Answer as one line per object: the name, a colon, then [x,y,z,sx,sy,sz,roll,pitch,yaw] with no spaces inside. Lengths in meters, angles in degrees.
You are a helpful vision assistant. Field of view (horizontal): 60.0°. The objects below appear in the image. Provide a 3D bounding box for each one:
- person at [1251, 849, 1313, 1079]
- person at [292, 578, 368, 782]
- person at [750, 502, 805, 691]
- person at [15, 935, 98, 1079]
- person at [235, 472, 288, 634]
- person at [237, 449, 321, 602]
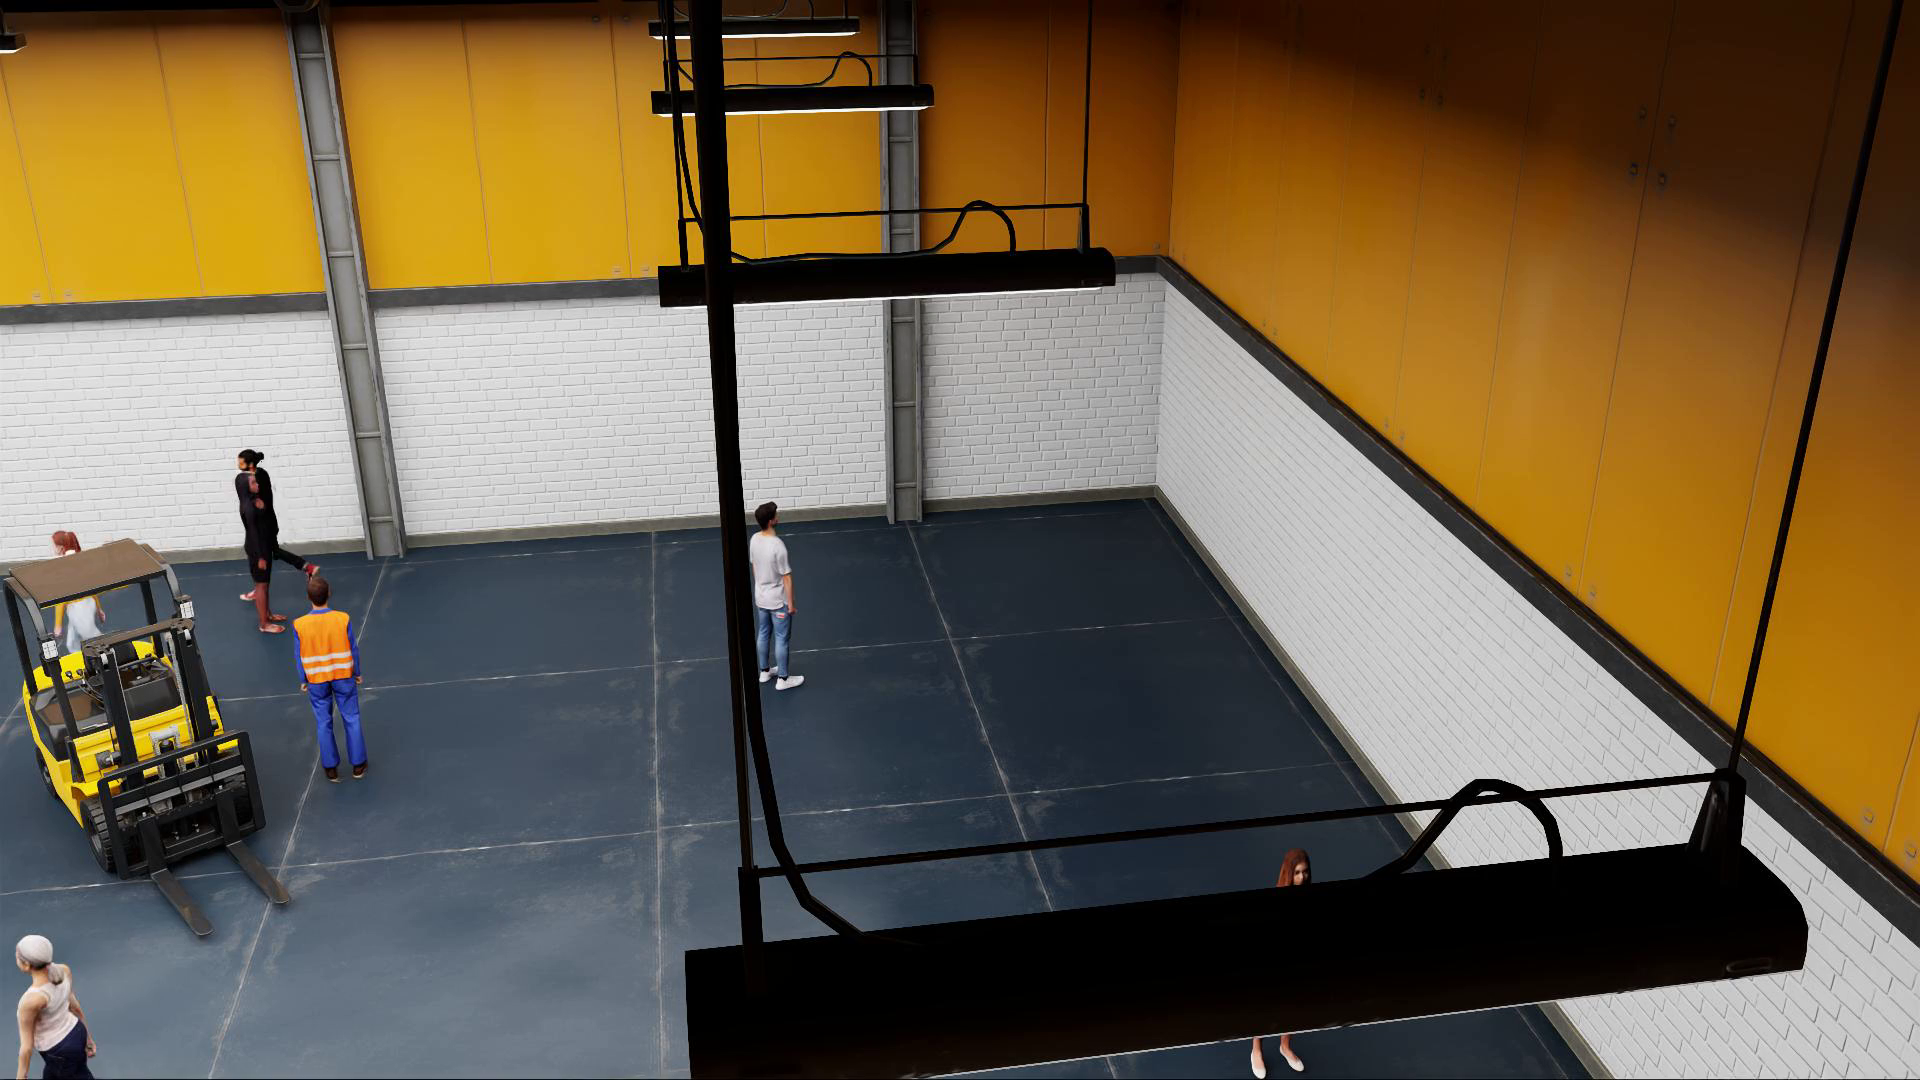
person: [2.158,2.769,10.995,0.474,1.711,0.616,-5,24,-11]
person: [-5.446,1.204,14.385,0.614,1.863,0.781,-9,25,-20]
person: [-1.792,0.520,15.916,0.754,1.890,0.786,20,30,38]
person: [-5.368,3.170,10.148,1.225,1.655,0.741,0,24,-1]
person: [-7.185,0.107,17.073,0.502,1.720,0.623,-6,24,-13]
person: [-7.317,-0.151,17.660,1.051,1.723,0.650,-4,24,-8]
